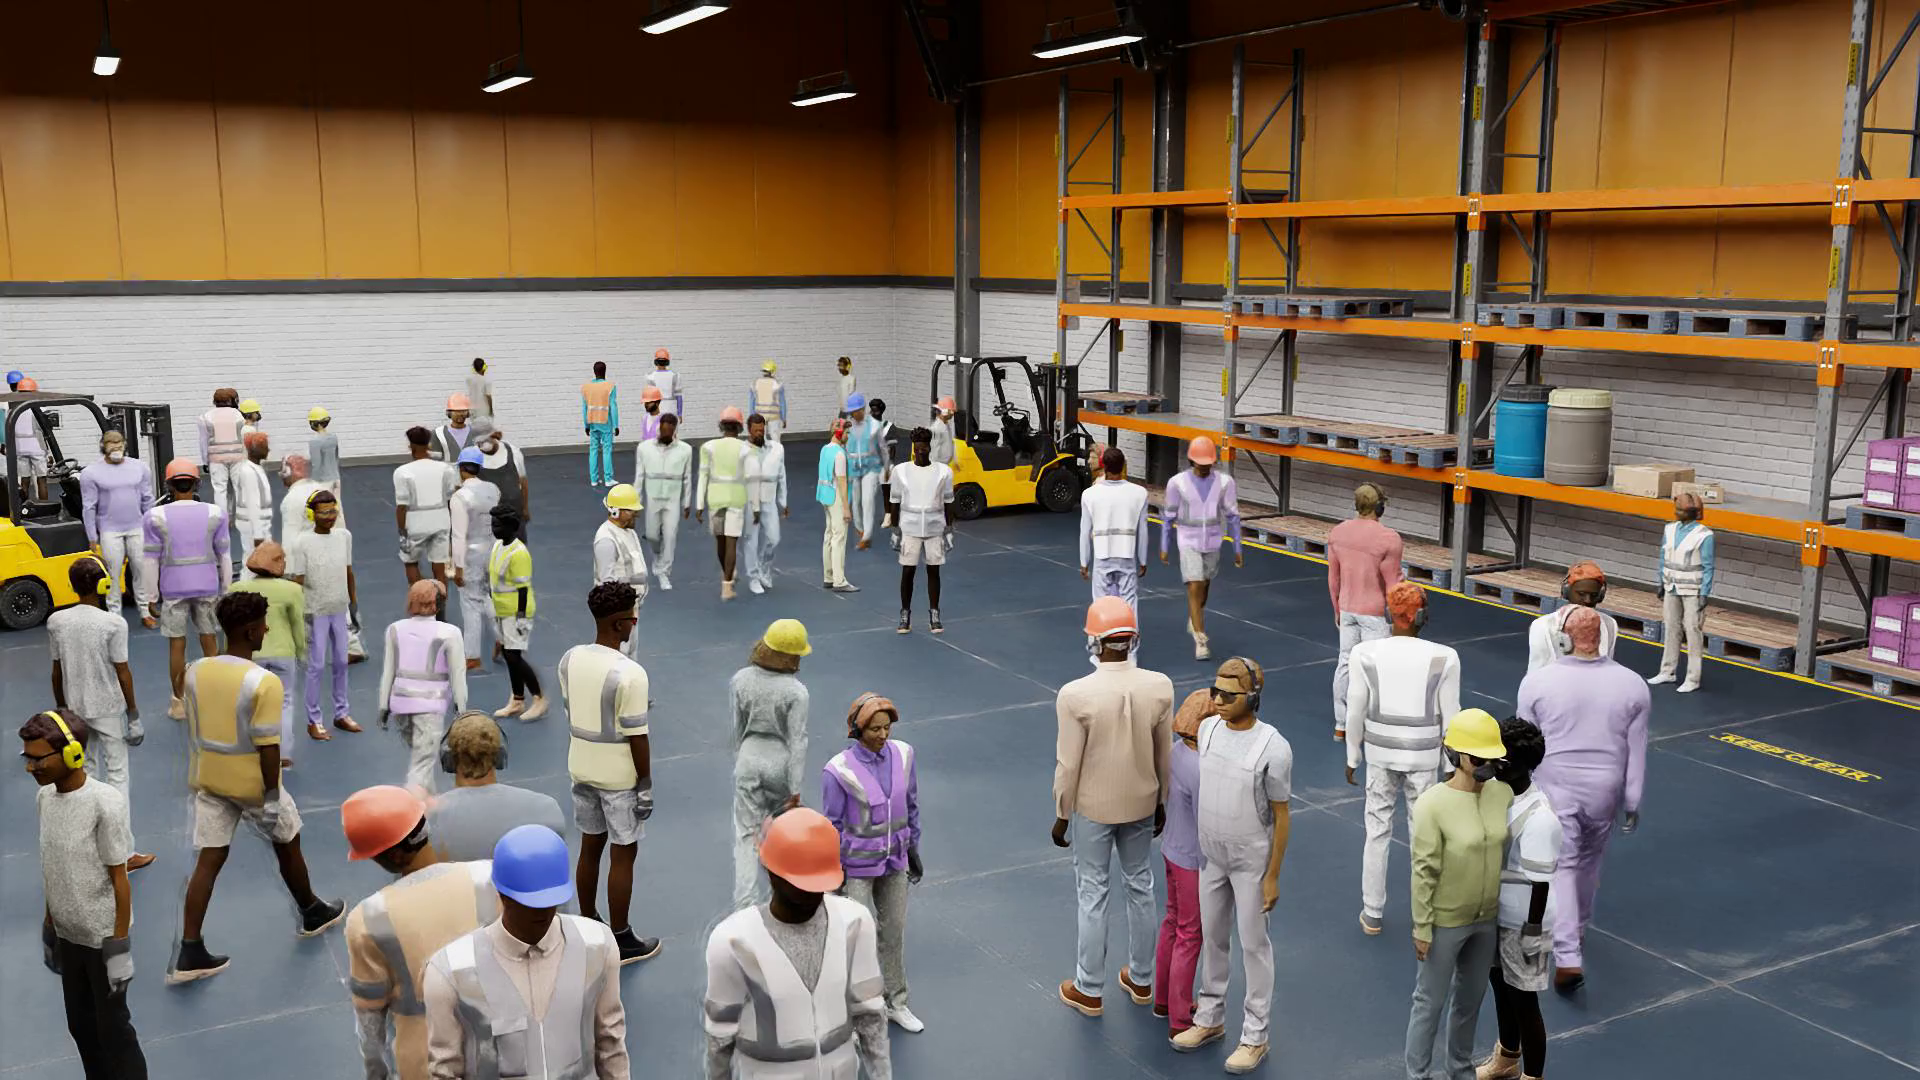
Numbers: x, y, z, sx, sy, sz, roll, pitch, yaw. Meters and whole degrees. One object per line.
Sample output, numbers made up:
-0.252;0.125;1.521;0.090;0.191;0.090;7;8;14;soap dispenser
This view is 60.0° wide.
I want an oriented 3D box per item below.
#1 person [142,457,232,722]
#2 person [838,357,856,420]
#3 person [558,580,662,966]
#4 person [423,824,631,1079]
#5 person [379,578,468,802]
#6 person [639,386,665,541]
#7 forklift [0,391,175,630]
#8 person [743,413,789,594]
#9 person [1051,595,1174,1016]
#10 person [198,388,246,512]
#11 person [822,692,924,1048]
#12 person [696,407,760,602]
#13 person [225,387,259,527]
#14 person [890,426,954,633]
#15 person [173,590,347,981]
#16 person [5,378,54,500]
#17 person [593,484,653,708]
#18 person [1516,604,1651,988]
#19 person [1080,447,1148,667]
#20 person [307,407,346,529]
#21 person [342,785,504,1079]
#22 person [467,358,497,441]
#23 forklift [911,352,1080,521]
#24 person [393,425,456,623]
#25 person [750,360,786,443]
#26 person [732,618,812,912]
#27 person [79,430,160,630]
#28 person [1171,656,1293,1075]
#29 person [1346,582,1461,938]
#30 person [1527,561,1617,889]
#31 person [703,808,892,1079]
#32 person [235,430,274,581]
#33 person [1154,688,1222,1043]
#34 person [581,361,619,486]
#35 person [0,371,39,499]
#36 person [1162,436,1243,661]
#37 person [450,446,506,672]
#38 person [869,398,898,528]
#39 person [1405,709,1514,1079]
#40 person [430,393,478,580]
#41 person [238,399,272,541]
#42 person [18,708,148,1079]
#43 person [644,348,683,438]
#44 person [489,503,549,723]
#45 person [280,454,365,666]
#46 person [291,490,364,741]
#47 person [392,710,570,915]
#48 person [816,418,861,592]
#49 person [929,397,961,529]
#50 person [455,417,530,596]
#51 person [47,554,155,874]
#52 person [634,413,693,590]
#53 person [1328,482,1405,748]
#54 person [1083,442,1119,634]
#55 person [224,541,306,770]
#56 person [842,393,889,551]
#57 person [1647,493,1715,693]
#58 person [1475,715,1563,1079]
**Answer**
-5.906;0.375;12.744;0.612;2.033;0.411;-6;12;-33;person
-1.898;-2.117;27.612;0.360;1.849;0.546;-5;11;-27;person
-1.764;1.167;8.403;0.598;1.958;0.370;8;12;37;person
-1.272;1.771;4.970;0.604;1.939;0.414;-6;12;-31;person
-3.293;1.046;10.174;0.533;1.584;0.732;3;10;16;person
-3.783;-0.950;20.660;0.544;1.930;0.388;9;13;41;person
-9.026;-0.363;16.508;1.214;2.155;2.313;6;11;29;forklift
-2.108;-0.384;17.439;0.644;1.908;0.425;-4;11;-23;person
0.713;1.244;7.838;0.615;1.992;0.386;-4;11;-22;person
-9.401;-1.023;21.333;0.627;1.842;0.429;-5;11;-27;person
-0.401;1.480;7.528;0.523;1.631;0.319;-9;13;-41;person
-2.402;-0.387;17.347;0.633;1.965;1.002;1;10;6;person
-9.389;-1.054;21.511;0.634;1.839;0.429;-2;10;-10;person
-0.353;-0.094;15.617;0.609;1.964;0.367;-1;10;-3;person
-3.597;1.191;8.377;0.605;1.918;1.008;3;10;19;person
-12.205;-1.168;21.887;0.553;1.933;0.370;0;10;0;person
-2.604;0.467;12.822;0.403;1.818;0.602;1;10;5;person
3.051;1.243;8.251;0.640;1.863;0.976;1;10;7;person
1.326;0.160;14.330;0.595;1.910;0.389;-1;10;-3;person
-7.492;-0.684;19.593;0.331;1.768;0.526;2;10;11;person
-1.654;1.708;5.519;0.669;1.884;0.369;-4;11;-22;person
-7.818;-2.078;27.380;0.504;1.854;0.497;4;11;21;person
0.460;-1.461;22.833;2.313;2.155;1.214;-5;11;-28;forklift
-5.098;-0.125;15.847;0.615;1.946;0.568;-7;12;-35;person
-3.121;-2.020;27.128;0.599;1.837;0.403;2;10;13;person
-0.996;1.226;8.821;0.485;1.680;0.815;3;10;15;person
-7.900;-0.081;15.664;0.637;1.929;0.367;-9;13;-43;person
1.204;1.410;7.308;0.344;1.847;0.504;-9;13;-42;person
2.308;1.150;8.693;0.573;1.885;0.357;3;10;18;person
3.412;1.044;9.303;0.573;1.884;0.359;-4;11;-20;person
-0.491;1.746;5.176;0.536;1.910;0.455;-6;11;-31;person
-6.775;-0.121;16.041;0.382;1.877;0.586;-3;10;-15;person
1.070;1.471;7.598;0.288;1.626;0.498;-1;10;-8;person
-5.505;-1.775;25.465;0.587;1.911;0.397;3;10;18;person
-13.048;-1.382;23.131;0.416;1.939;0.601;8;12;37;person
2.168;0.030;14.901;0.665;1.976;1.095;-1;10;-5;person
-4.134;0.164;14.268;0.456;1.919;0.682;3;10;16;person
-1.069;-0.999;21.605;0.532;1.697;0.319;4;11;24;person
2.052;1.542;6.778;0.530;1.768;0.312;-6;11;-29;person
-5.468;-0.590;18.239;0.606;2.048;0.366;-5;11;-27;person
-8.741;-0.861;20.603;0.300;1.772;0.524;-4;10;-19;person
-3.397;1.558;6.454;0.525;1.853;0.344;6;11;29;person
-4.731;-2.030;26.543;0.608;2.044;0.370;-3;10;-17;person
-3.417;0.553;12.703;0.320;1.688;0.546;-6;12;-32;person
-5.694;0.173;14.474;1.021;1.835;0.723;0;10;0;person
-4.656;0.544;12.270;0.330;1.862;0.506;7;12;34;person
-1.754;1.575;6.136;0.636;1.928;0.387;-5;11;-26;person
-1.308;-0.366;17.553;0.389;1.837;0.563;-4;11;-24;person
-0.216;-0.959;21.305;0.396;1.732;0.566;1;10;8;person
-4.638;-0.286;16.512;0.737;2.000;0.695;-6;11;-31;person
-4.967;1.009;9.583;0.517;1.861;0.322;2;10;11;person
-3.184;-0.439;17.841;0.658;1.878;0.719;-2;10;-10;person
2.943;0.541;12.045;0.372;1.940;0.632;-8;13;-39;person
1.350;0.014;15.346;0.372;1.843;0.570;-1;10;-3;person
-4.774;0.814;11.427;0.537;1.612;0.392;-2;10;-13;person
-1.168;-0.862;20.246;0.610;1.904;0.875;1;10;7;person
5.912;0.426;13.577;0.314;1.636;0.516;-4;11;-21;person
2.297;1.554;6.936;0.320;1.695;0.534;-1;10;-6;person
